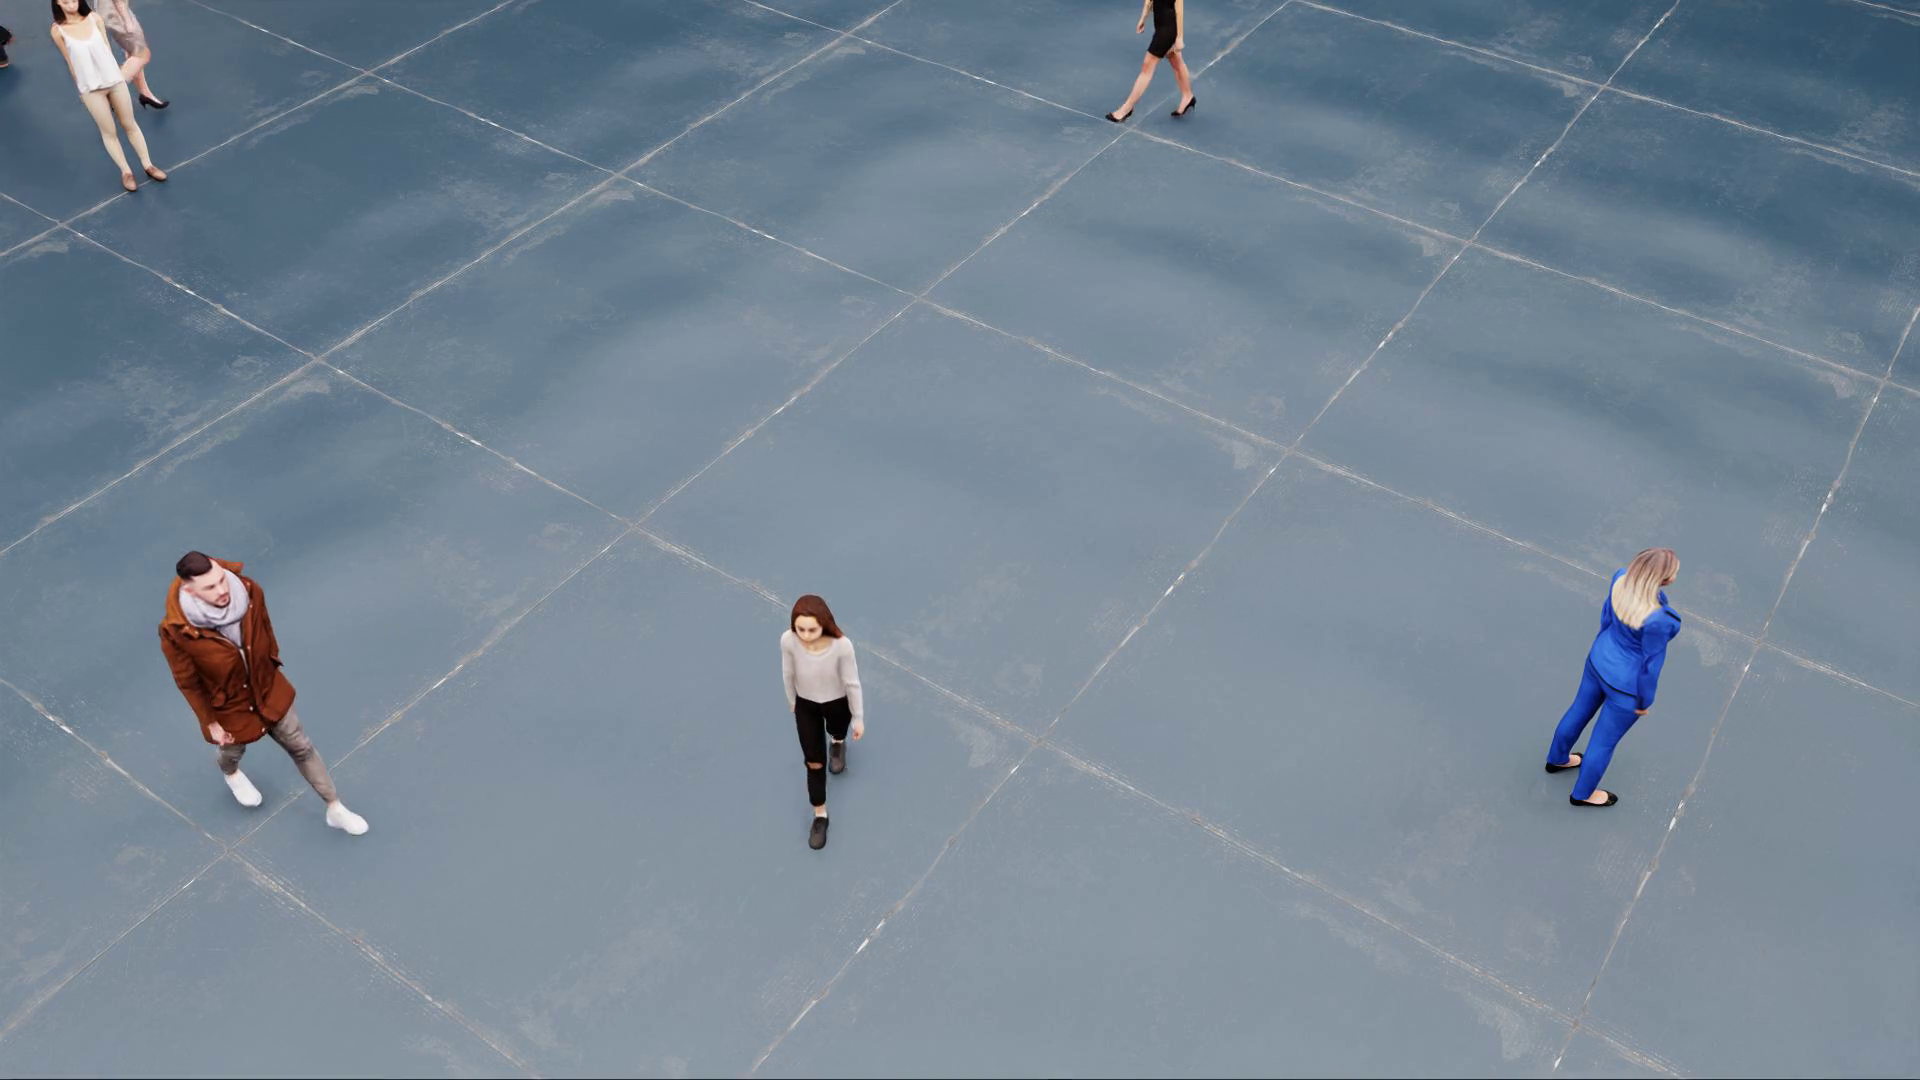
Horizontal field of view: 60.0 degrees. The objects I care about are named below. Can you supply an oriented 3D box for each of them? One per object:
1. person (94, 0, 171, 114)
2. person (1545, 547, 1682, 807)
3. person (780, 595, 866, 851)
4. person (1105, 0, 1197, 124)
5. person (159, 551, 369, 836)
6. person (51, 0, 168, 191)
[{"bbox_3d":[-6.885,-4.195,13.446,0.790,1.725,0.769,32,52,30],"label":"person"},{"bbox_3d":[3.253,0.672,8.251,0.763,1.701,0.691,-9,44,-10],"label":"person"},{"bbox_3d":[-0.664,0.766,8.336,0.998,1.447,0.952,2,43,2],"label":"person"},{"bbox_3d":[1.744,-4.128,13.465,1.033,1.601,1.050,-13,45,-13],"label":"person"},{"bbox_3d":[-3.565,0.740,8.111,1.138,1.792,0.731,28,50,27],"label":"person"},{"bbox_3d":[-6.602,-3.509,12.765,0.580,1.652,0.644,26,49,25],"label":"person"}]
